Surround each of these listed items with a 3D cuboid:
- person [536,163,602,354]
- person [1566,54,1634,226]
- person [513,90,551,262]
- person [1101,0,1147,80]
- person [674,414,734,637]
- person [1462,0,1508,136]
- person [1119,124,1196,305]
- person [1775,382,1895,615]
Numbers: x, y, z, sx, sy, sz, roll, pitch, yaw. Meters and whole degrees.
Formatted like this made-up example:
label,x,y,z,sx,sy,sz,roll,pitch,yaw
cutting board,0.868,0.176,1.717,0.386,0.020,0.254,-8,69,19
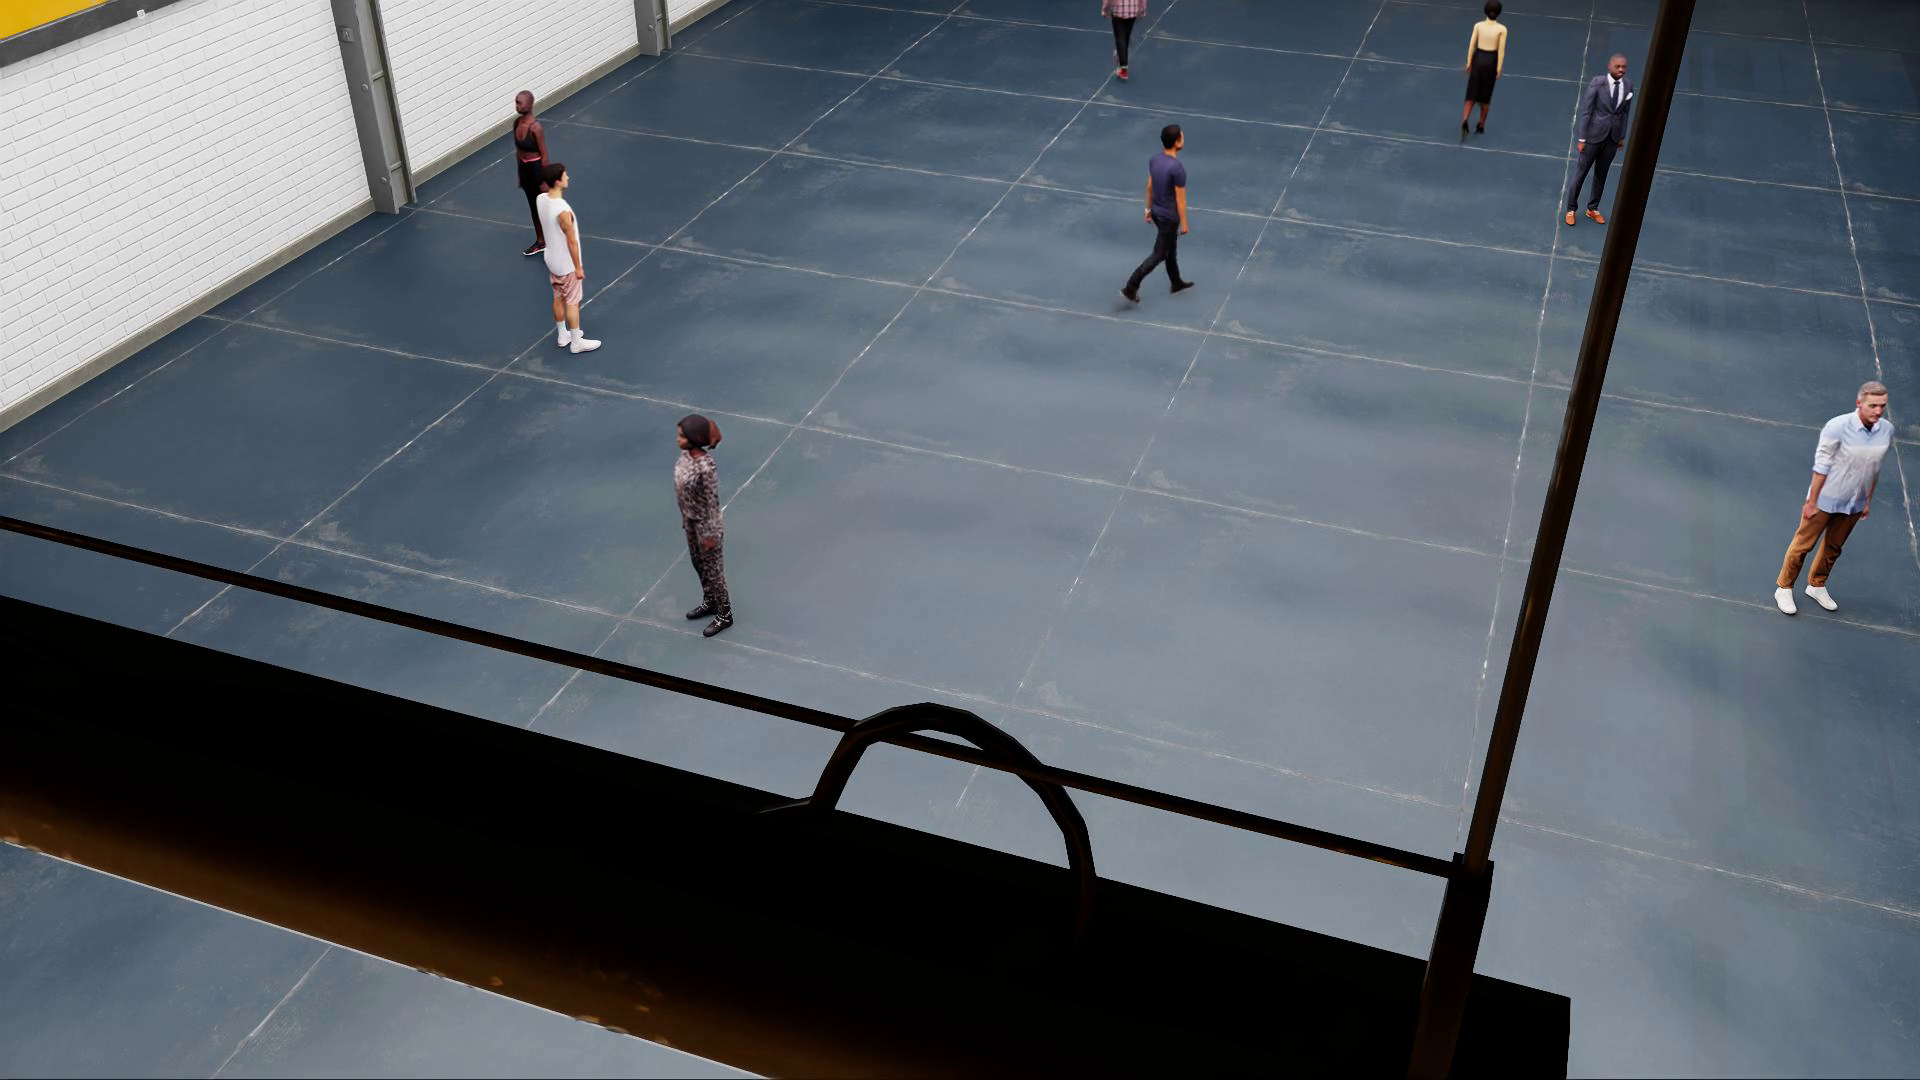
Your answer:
label,x,y,z,sx,sy,sz,roll,pitch,yaw
person,-3.654,-2.586,15.262,0.718,1.786,0.726,-27,42,-34
person,6.859,-4.305,17.815,0.786,1.824,0.774,-4,34,-6
person,-4.337,-3.740,17.025,0.637,1.757,0.628,22,40,30
person,2.174,-6.936,21.870,1.089,1.715,1.225,-8,34,-12
person,-1.792,-0.111,11.604,0.720,1.714,0.679,-20,39,-27
person,6.297,-5.677,20.032,0.618,1.654,0.680,17,37,24
person,1.917,-3.100,16.059,1.210,1.760,1.130,-15,37,-22
person,6.234,-0.319,11.815,0.770,1.827,0.753,-5,34,-7
